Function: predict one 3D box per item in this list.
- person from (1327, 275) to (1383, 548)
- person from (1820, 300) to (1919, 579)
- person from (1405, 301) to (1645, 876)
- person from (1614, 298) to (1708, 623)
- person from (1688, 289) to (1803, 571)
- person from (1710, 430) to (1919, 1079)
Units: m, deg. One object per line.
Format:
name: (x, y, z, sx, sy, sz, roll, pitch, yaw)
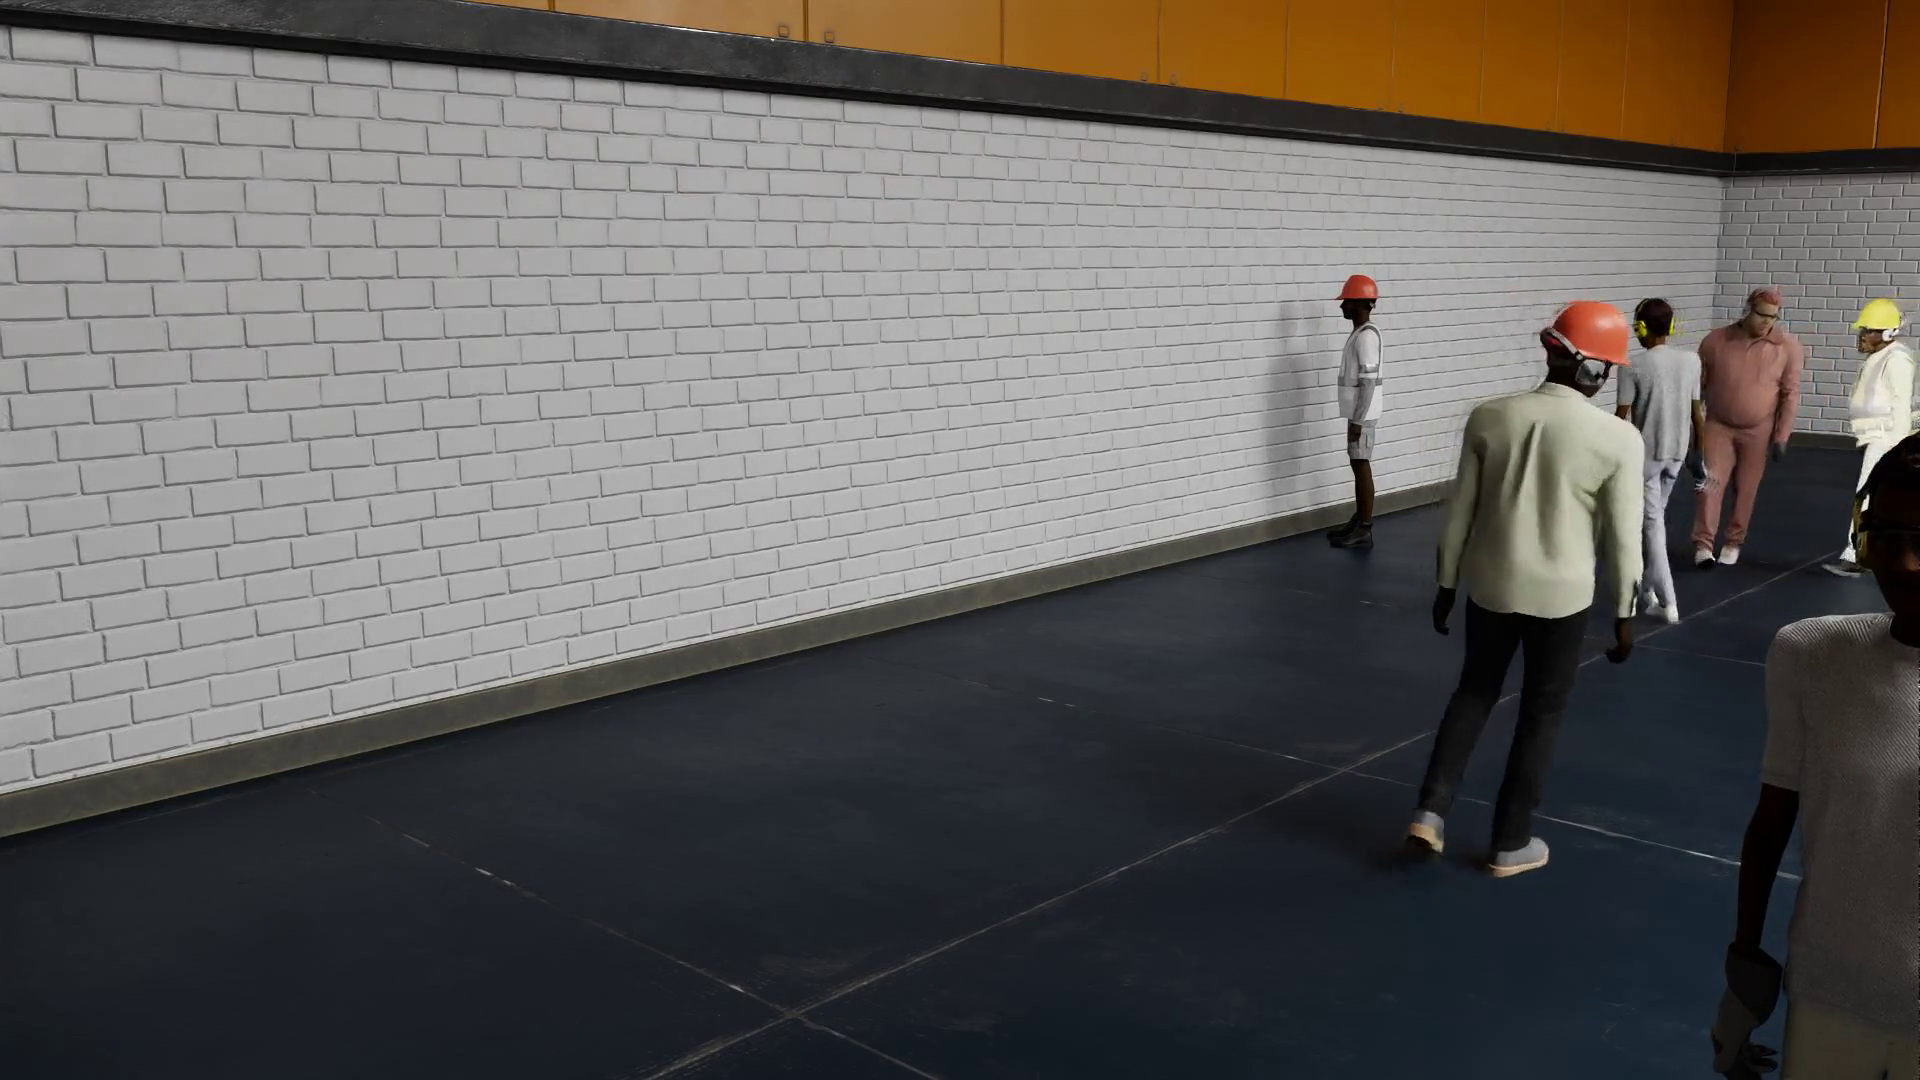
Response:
person: (2.823, -0.911, 11.857, 0.362, 1.939, 0.542, 2, 10, 11)
person: (5.942, -0.651, 10.809, 0.608, 1.797, 0.657, 3, 10, 17)
person: (1.917, 0.189, 5.561, 0.654, 1.954, 0.575, 9, 13, 40)
person: (3.982, -0.470, 9.633, 0.538, 1.835, 0.777, -2, 10, -9)
person: (5.102, -0.707, 10.943, 0.721, 1.853, 0.904, 5, 11, 25)
person: (1.459, 0.751, 2.594, 0.530, 1.869, 0.311, 9, 13, 40)
